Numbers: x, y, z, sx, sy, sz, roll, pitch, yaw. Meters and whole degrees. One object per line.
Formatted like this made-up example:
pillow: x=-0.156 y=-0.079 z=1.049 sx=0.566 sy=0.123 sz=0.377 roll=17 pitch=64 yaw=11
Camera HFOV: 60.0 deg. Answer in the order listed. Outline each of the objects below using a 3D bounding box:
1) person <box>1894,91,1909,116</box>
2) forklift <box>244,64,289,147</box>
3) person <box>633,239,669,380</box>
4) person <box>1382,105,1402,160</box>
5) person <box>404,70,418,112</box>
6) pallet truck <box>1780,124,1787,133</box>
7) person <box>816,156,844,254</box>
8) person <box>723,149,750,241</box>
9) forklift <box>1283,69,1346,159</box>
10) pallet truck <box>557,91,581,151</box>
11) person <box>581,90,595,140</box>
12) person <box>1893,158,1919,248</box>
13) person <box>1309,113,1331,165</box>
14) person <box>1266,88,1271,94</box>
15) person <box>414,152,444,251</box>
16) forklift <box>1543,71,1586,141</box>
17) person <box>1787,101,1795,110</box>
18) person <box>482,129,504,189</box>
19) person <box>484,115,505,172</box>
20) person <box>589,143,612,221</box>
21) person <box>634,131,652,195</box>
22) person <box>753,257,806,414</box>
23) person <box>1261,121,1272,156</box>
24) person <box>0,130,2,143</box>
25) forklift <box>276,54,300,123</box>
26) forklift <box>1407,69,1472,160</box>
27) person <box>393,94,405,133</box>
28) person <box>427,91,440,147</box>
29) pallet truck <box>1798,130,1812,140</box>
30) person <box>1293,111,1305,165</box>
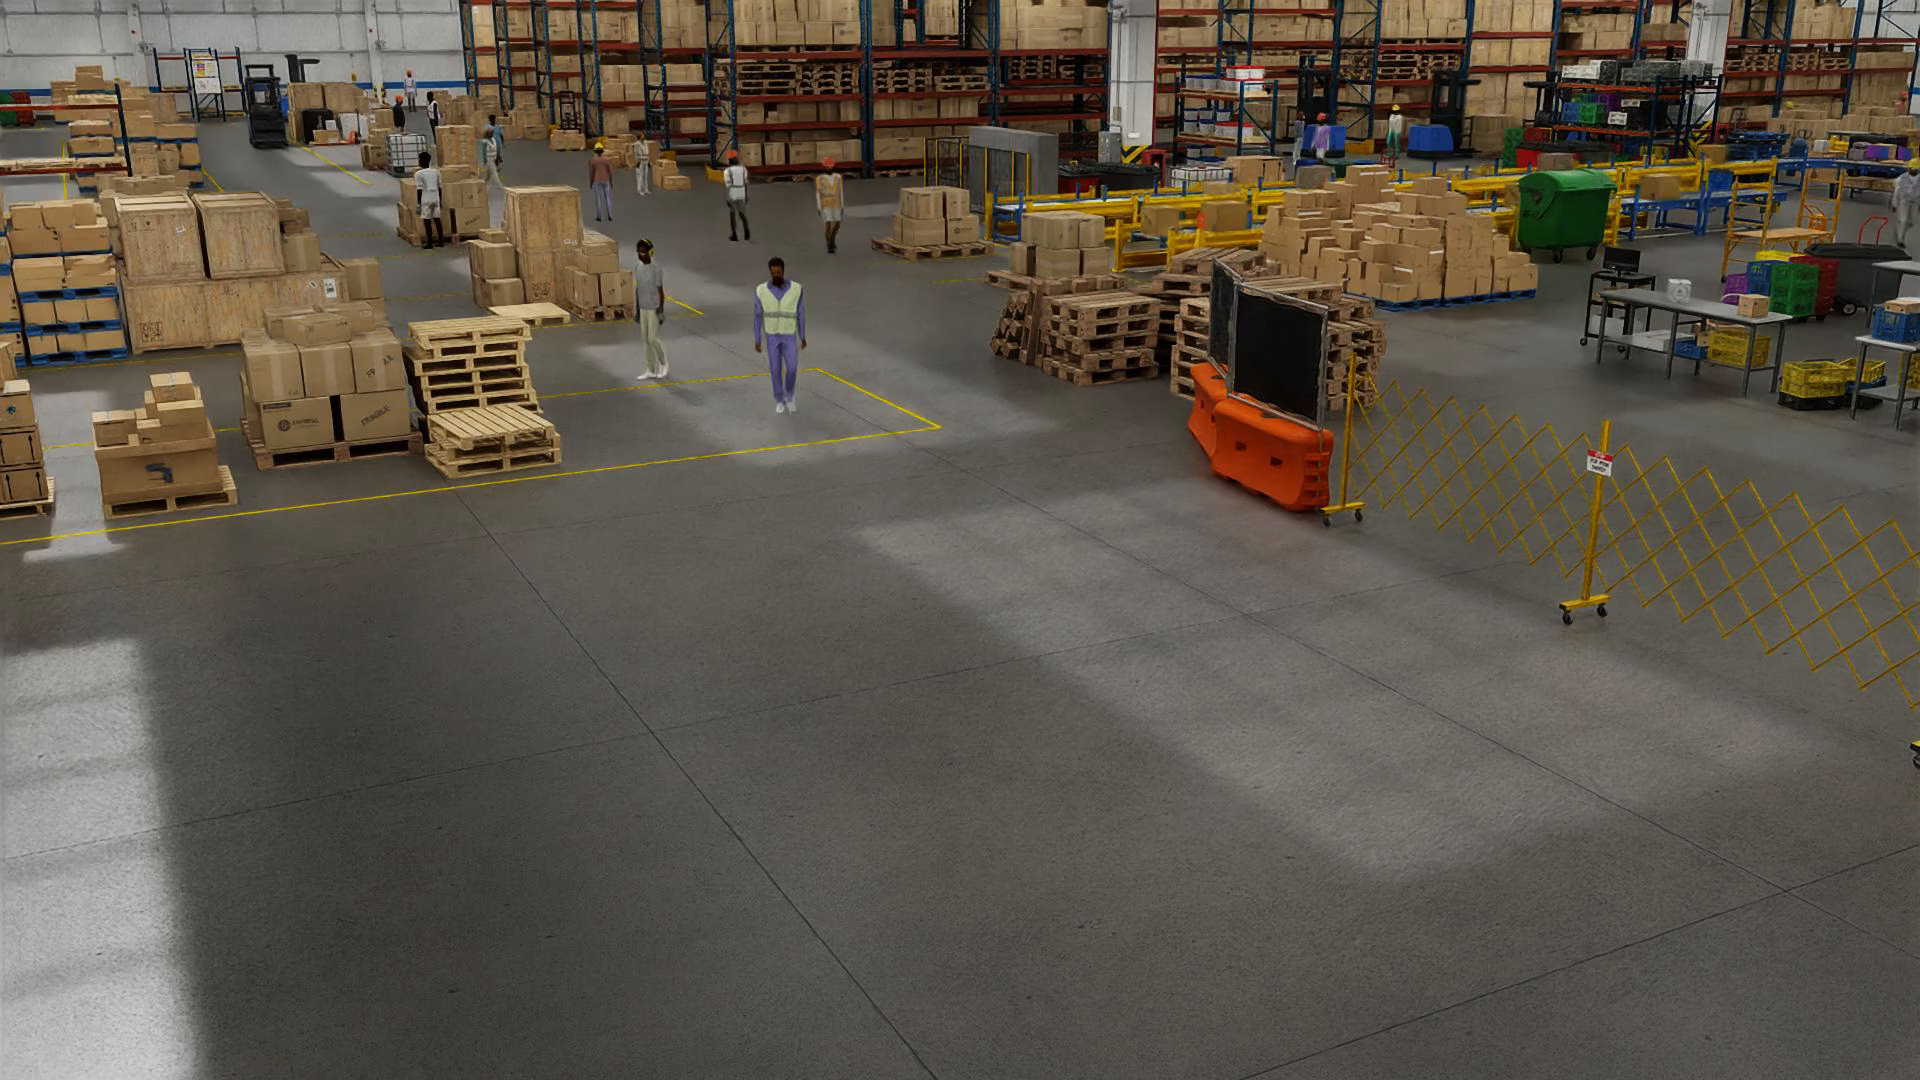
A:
person: x=32.142 y=-14.325 z=56.920 sx=0.610 sy=1.996 sz=0.386 roll=-12 pitch=21 yaw=-33
forklift: x=-24.565 y=-15.336 z=58.646 sx=1.129 sy=2.768 sz=1.873 roll=-9 pitch=20 yaw=-27
person: x=-4.115 y=-3.027 z=21.926 sx=0.520 sy=1.859 sz=0.363 roll=14 pitch=22 yaw=36
person: x=13.962 y=-13.140 z=53.640 sx=0.697 sy=1.739 sz=0.539 roll=-11 pitch=21 yaw=-32
person: x=-25.745 y=-21.041 z=77.951 sx=0.551 sy=1.934 sz=0.373 roll=-1 pitch=18 yaw=-2
pallet truck: x=25.206 y=-12.542 z=52.601 sx=1.601 sy=1.201 sz=0.680 roll=0 pitch=18 yaw=-2
person: x=-2.591 y=-6.702 z=33.275 sx=0.562 sy=1.918 sz=0.427 roll=-7 pitch=19 yaw=-21
person: x=-4.670 y=-7.214 z=34.871 sx=0.568 sy=1.919 sz=0.578 roll=-12 pitch=21 yaw=-32
forklift: x=11.615 y=-13.871 z=54.079 sx=1.129 sy=2.768 sz=1.873 roll=-9 pitch=20 yaw=-27
pallet truck: x=-13.495 y=-14.412 z=57.188 sx=0.823 sy=1.965 sz=1.885 roll=-3 pitch=18 yaw=-9
person: x=-13.880 y=-15.644 z=61.309 sx=0.756 sy=1.819 sz=0.654 roll=-7 pitch=19 yaw=-20
person: x=19.462 y=-6.930 z=34.154 sx=0.613 sy=1.815 sz=0.510 roll=1 pitch=18 yaw=2
person: x=10.097 y=-11.029 z=46.780 sx=0.625 sy=1.916 sz=0.569 roll=-8 pitch=20 yaw=-24
person: x=12.141 y=-17.002 z=65.747 sx=0.534 sy=1.697 sz=0.318 roll=-15 pitch=23 yaw=-38
person: x=-10.761 y=-6.867 z=33.712 sx=0.361 sy=1.965 sz=0.613 roll=12 pitch=22 yaw=34
forklift: x=18.685 y=-13.231 z=52.085 sx=1.873 sy=2.768 sz=1.129 roll=-9 pitch=20 yaw=-26
person: x=27.759 y=-13.859 z=55.885 sx=0.381 sy=1.720 sz=0.587 roll=5 pitch=18 yaw=16
person: x=-12.751 y=-10.344 z=45.142 sx=0.838 sy=1.600 sz=0.520 roll=7 pitch=19 yaw=21
person: x=-13.903 y=-11.863 z=49.784 sx=0.556 sy=1.646 sz=0.856 roll=-14 pitch=22 yaw=-36
person: x=-8.289 y=-8.263 z=38.394 sx=0.534 sy=1.765 sz=0.324 roll=-7 pitch=19 yaw=-22
person: x=-8.337 y=-9.886 z=43.655 sx=0.308 sy=1.641 sz=0.517 roll=9 pitch=20 yaw=26
person: x=-2.168 y=-2.447 z=20.036 sx=0.633 sy=1.898 sz=0.577 roll=-2 pitch=18 yaw=-5
person: x=8.909 y=-11.382 z=48.391 sx=0.833 sy=1.593 sz=0.510 roll=-13 pitch=22 yaw=-35
person: x=-29.751 y=-12.358 z=50.983 sx=1.081 sy=1.883 sz=0.644 roll=16 pitch=24 yaw=40
forklift: x=-28.221 y=-19.166 z=70.584 sx=1.873 sy=2.768 sz=1.129 roll=-9 pitch=20 yaw=-26
forklift: x=15.549 y=-13.729 z=53.637 sx=1.873 sy=2.768 sz=1.129 roll=-9 pitch=20 yaw=-26
person: x=-18.498 y=-13.708 z=54.999 sx=0.397 sy=1.992 sz=0.622 roll=-12 pitch=21 yaw=-33
person: x=-18.540 y=-14.828 z=58.629 sx=0.391 sy=1.912 sz=0.589 roll=-13 pitch=22 yaw=-35
pallet truck: x=25.526 y=-11.556 z=49.408 sx=1.630 sy=1.274 sz=0.653 roll=-9 pitch=20 yaw=-26
person: x=10.612 y=-12.558 z=51.991 sx=0.277 sy=1.635 sz=0.505 roll=16 pitch=24 yaw=40
